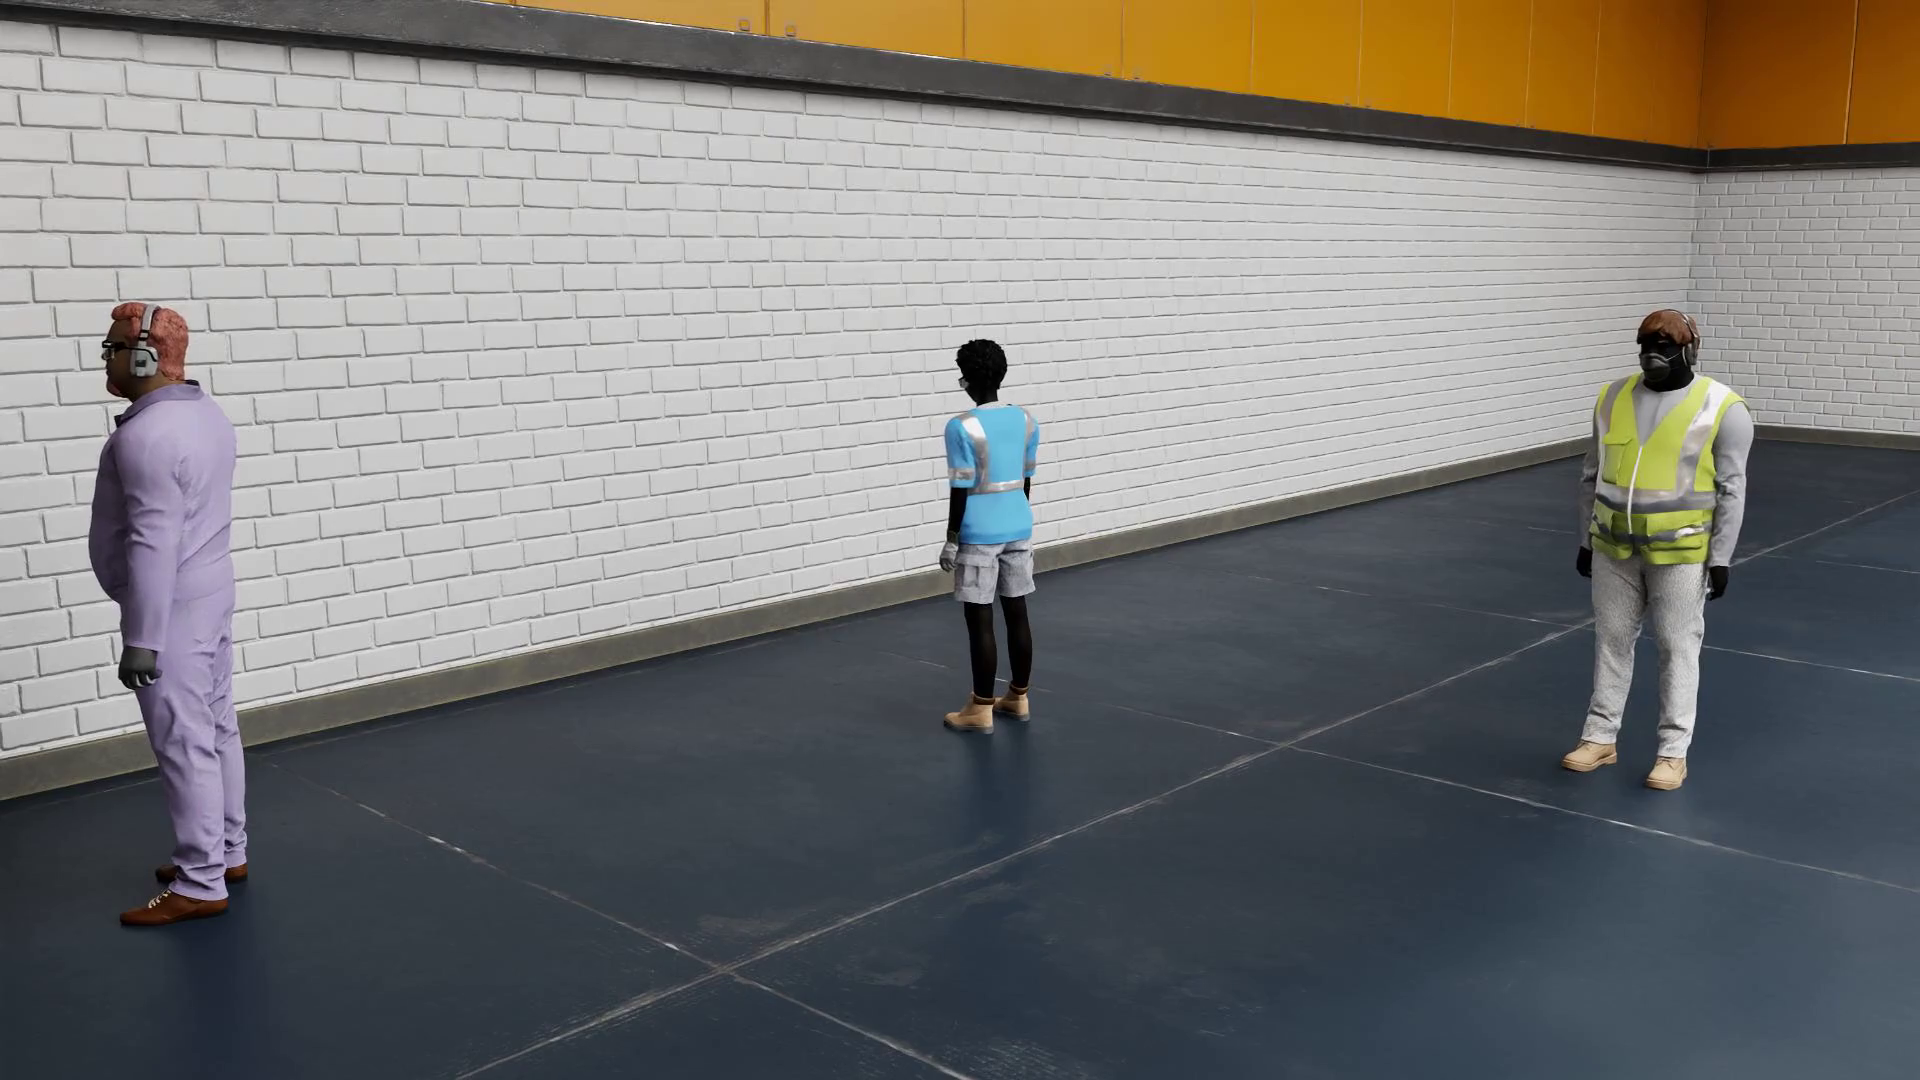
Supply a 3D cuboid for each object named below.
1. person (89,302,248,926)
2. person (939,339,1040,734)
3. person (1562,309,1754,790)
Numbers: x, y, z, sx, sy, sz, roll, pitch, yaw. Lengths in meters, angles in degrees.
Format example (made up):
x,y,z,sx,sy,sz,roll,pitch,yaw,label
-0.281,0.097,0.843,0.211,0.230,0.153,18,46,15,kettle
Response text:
x,y,z,sx,sy,sz,roll,pitch,yaw,label
-2.461,0.226,5.166,0.407,1.913,0.641,-1,10,-8,person
0.124,-0.015,7.156,0.322,1.692,0.530,10,14,44,person
2.679,0.036,6.445,0.430,1.845,0.619,-9,14,-43,person
